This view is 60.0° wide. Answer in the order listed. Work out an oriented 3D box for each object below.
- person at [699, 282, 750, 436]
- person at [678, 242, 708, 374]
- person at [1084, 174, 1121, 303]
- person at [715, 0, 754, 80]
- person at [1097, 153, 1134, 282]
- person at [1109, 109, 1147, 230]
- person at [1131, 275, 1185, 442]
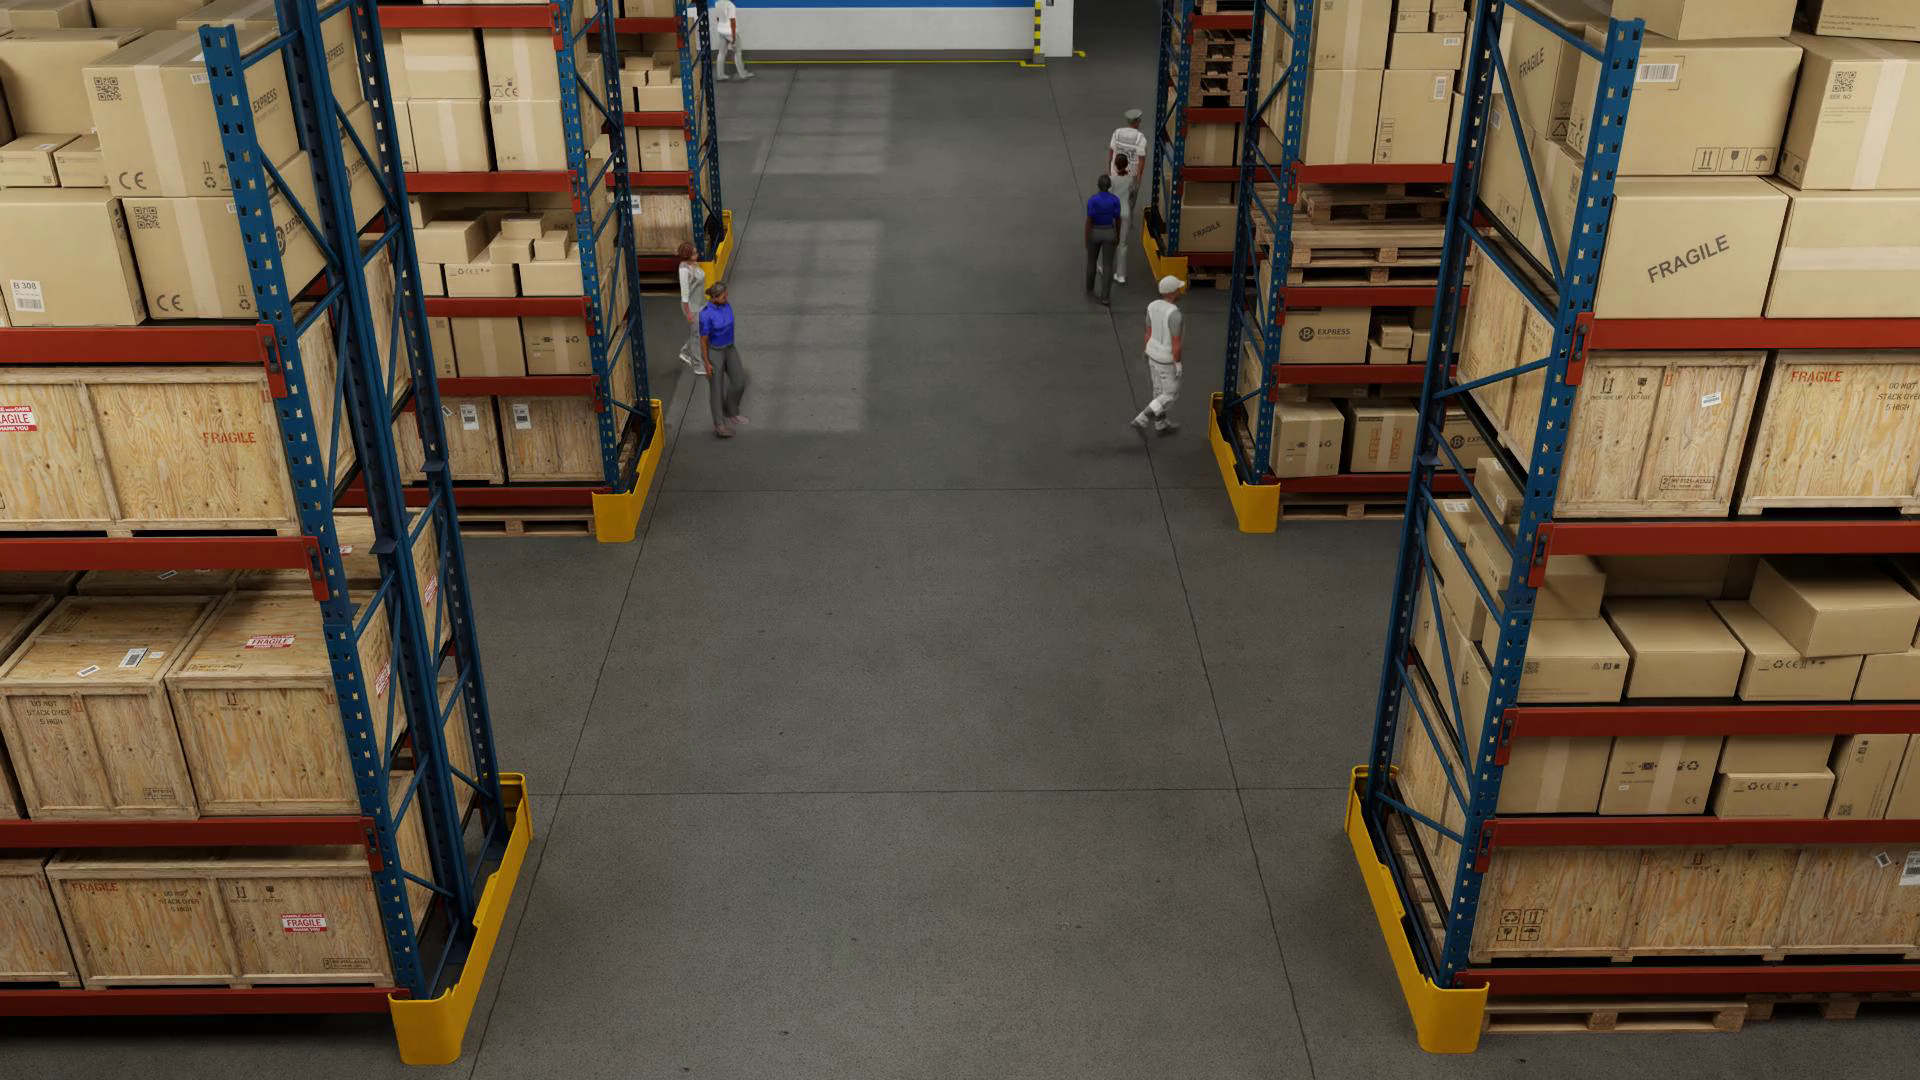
[{"bbox_3d":[-2.512,-1.930,17.597,0.376,1.670,0.550,22,35,35],"label":"person"},{"bbox_3d":[-3.052,-2.644,18.980,0.453,1.600,0.426,3,28,5],"label":"person"},{"bbox_3d":[1.821,-3.910,21.289,0.456,1.646,0.713,1,28,1],"label":"person"},{"bbox_3d":[-4.430,-9.808,32.111,0.595,1.750,0.771,22,35,35],"label":"person"},{"bbox_3d":[2.070,-4.299,22.001,0.439,1.625,0.899,-4,28,-7],"label":"person"},{"bbox_3d":[2.336,-5.210,23.604,0.581,1.749,0.835,12,31,21],"label":"person"},{"bbox_3d":[2.087,-1.882,17.373,0.732,1.786,0.556,-13,31,-22],"label":"person"}]
